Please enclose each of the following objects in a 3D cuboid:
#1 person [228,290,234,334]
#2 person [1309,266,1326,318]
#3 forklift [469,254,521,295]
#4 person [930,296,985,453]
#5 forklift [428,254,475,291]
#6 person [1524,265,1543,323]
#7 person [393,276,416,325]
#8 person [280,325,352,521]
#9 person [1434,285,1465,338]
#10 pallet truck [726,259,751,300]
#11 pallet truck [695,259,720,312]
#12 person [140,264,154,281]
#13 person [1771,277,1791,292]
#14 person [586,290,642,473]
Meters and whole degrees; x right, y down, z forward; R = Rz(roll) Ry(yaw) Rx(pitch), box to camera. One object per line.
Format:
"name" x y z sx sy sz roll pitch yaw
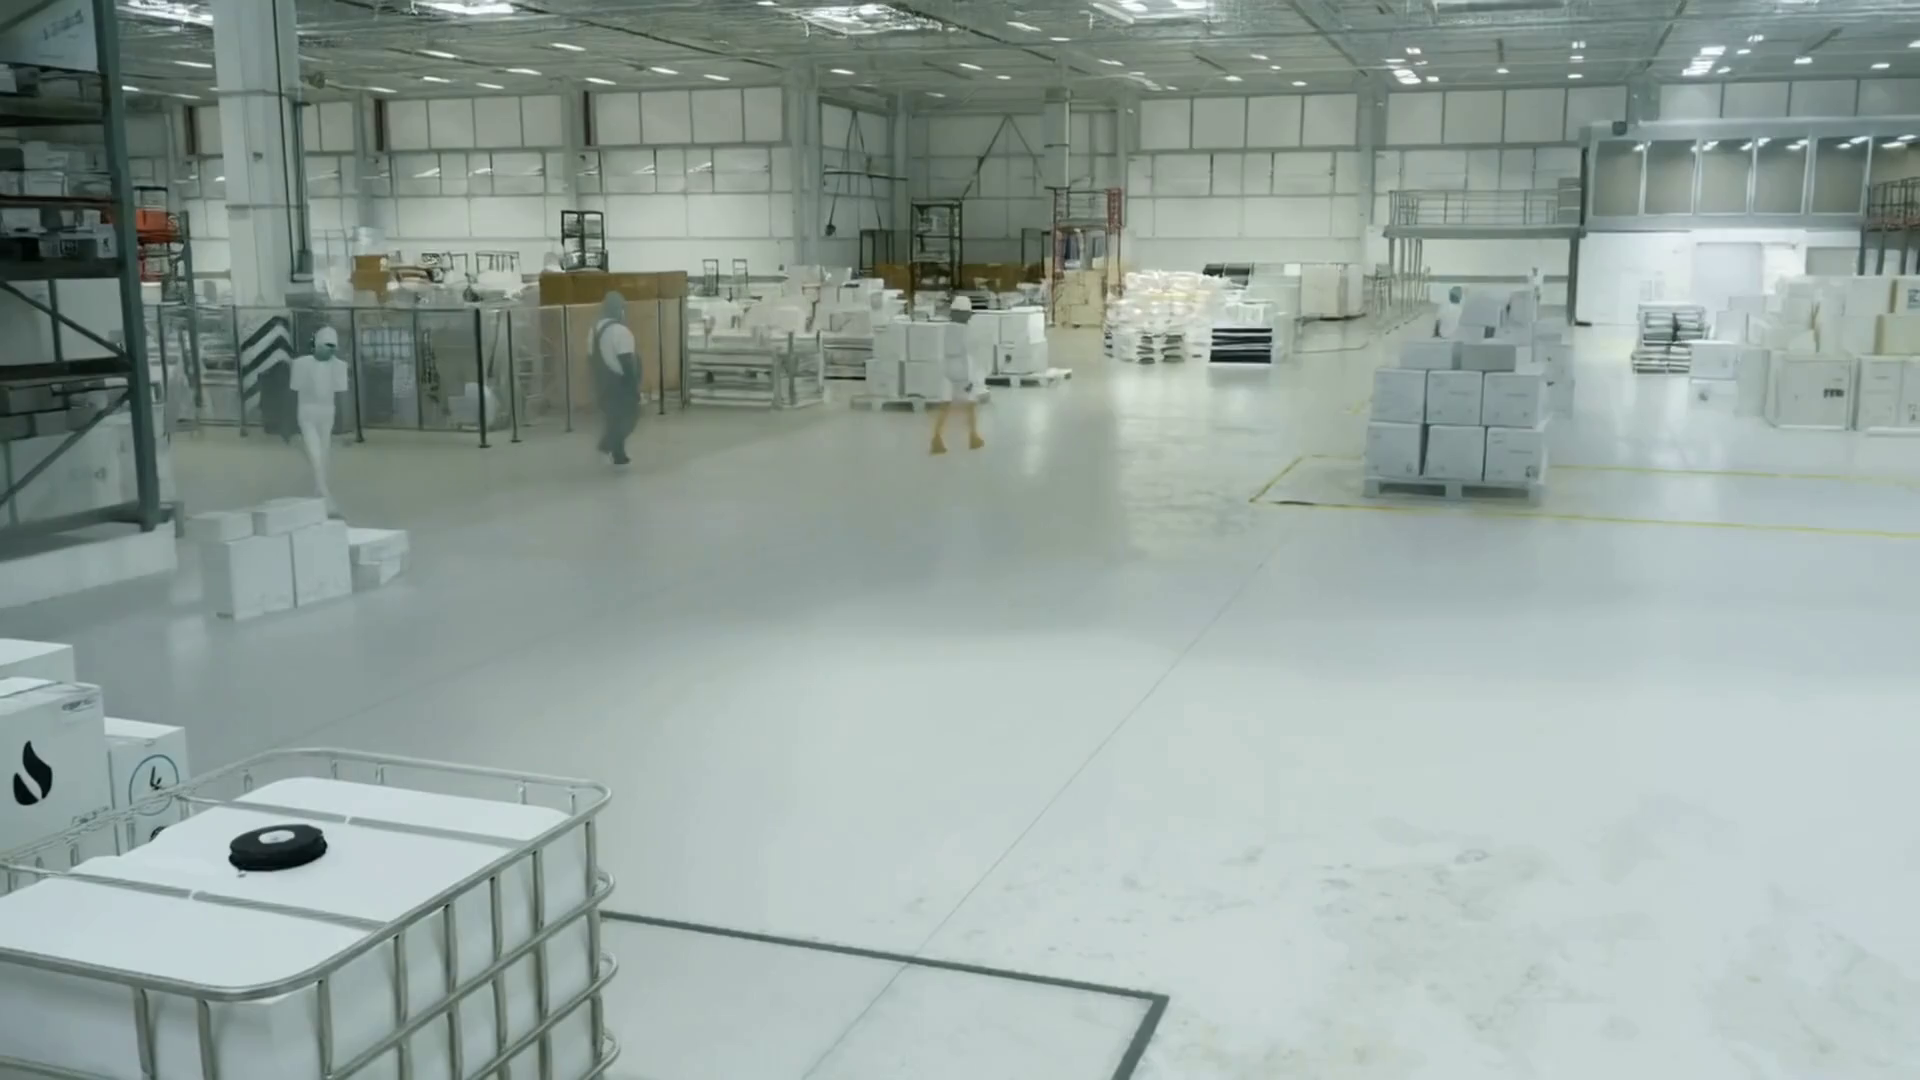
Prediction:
"person" -13.647 -3.999 31.675 0.915 1.792 0.606 4 11 20
"person" 9.634 -6.426 44.804 1.027 1.972 0.620 -1 10 -4
"forklift" -17.990 -10.121 64.684 1.157 1.987 2.680 3 11 17
"person" -0.036 -2.005 20.157 0.544 1.896 0.985 6 12 29
"forklift" -20.133 -10.254 65.465 1.157 1.987 2.680 3 11 19
"person" 18.062 -7.730 52.427 0.613 1.876 0.432 4 11 21
"person" -13.184 -5.376 39.514 0.526 1.758 0.341 -3 10 -16
"person" -5.769 -1.027 14.935 0.553 1.789 1.012 -9 14 -42
"person" 8.722 -3.690 29.893 0.547 1.816 0.931 -1 10 -7
"pallet truck" -7.986 -9.493 62.019 0.823 1.965 1.885 3 11 17
"pallet truck" -9.165 -9.627 62.776 0.823 1.965 1.885 4 11 23
"person" -27.207 -8.285 55.626 0.649 1.861 0.984 4 11 22
"person" 13.144 -3.215 26.673 0.622 1.992 0.397 -10 14 -44
"person" -3.778 -1.714 18.091 0.669 2.000 0.697 -9 14 -43
